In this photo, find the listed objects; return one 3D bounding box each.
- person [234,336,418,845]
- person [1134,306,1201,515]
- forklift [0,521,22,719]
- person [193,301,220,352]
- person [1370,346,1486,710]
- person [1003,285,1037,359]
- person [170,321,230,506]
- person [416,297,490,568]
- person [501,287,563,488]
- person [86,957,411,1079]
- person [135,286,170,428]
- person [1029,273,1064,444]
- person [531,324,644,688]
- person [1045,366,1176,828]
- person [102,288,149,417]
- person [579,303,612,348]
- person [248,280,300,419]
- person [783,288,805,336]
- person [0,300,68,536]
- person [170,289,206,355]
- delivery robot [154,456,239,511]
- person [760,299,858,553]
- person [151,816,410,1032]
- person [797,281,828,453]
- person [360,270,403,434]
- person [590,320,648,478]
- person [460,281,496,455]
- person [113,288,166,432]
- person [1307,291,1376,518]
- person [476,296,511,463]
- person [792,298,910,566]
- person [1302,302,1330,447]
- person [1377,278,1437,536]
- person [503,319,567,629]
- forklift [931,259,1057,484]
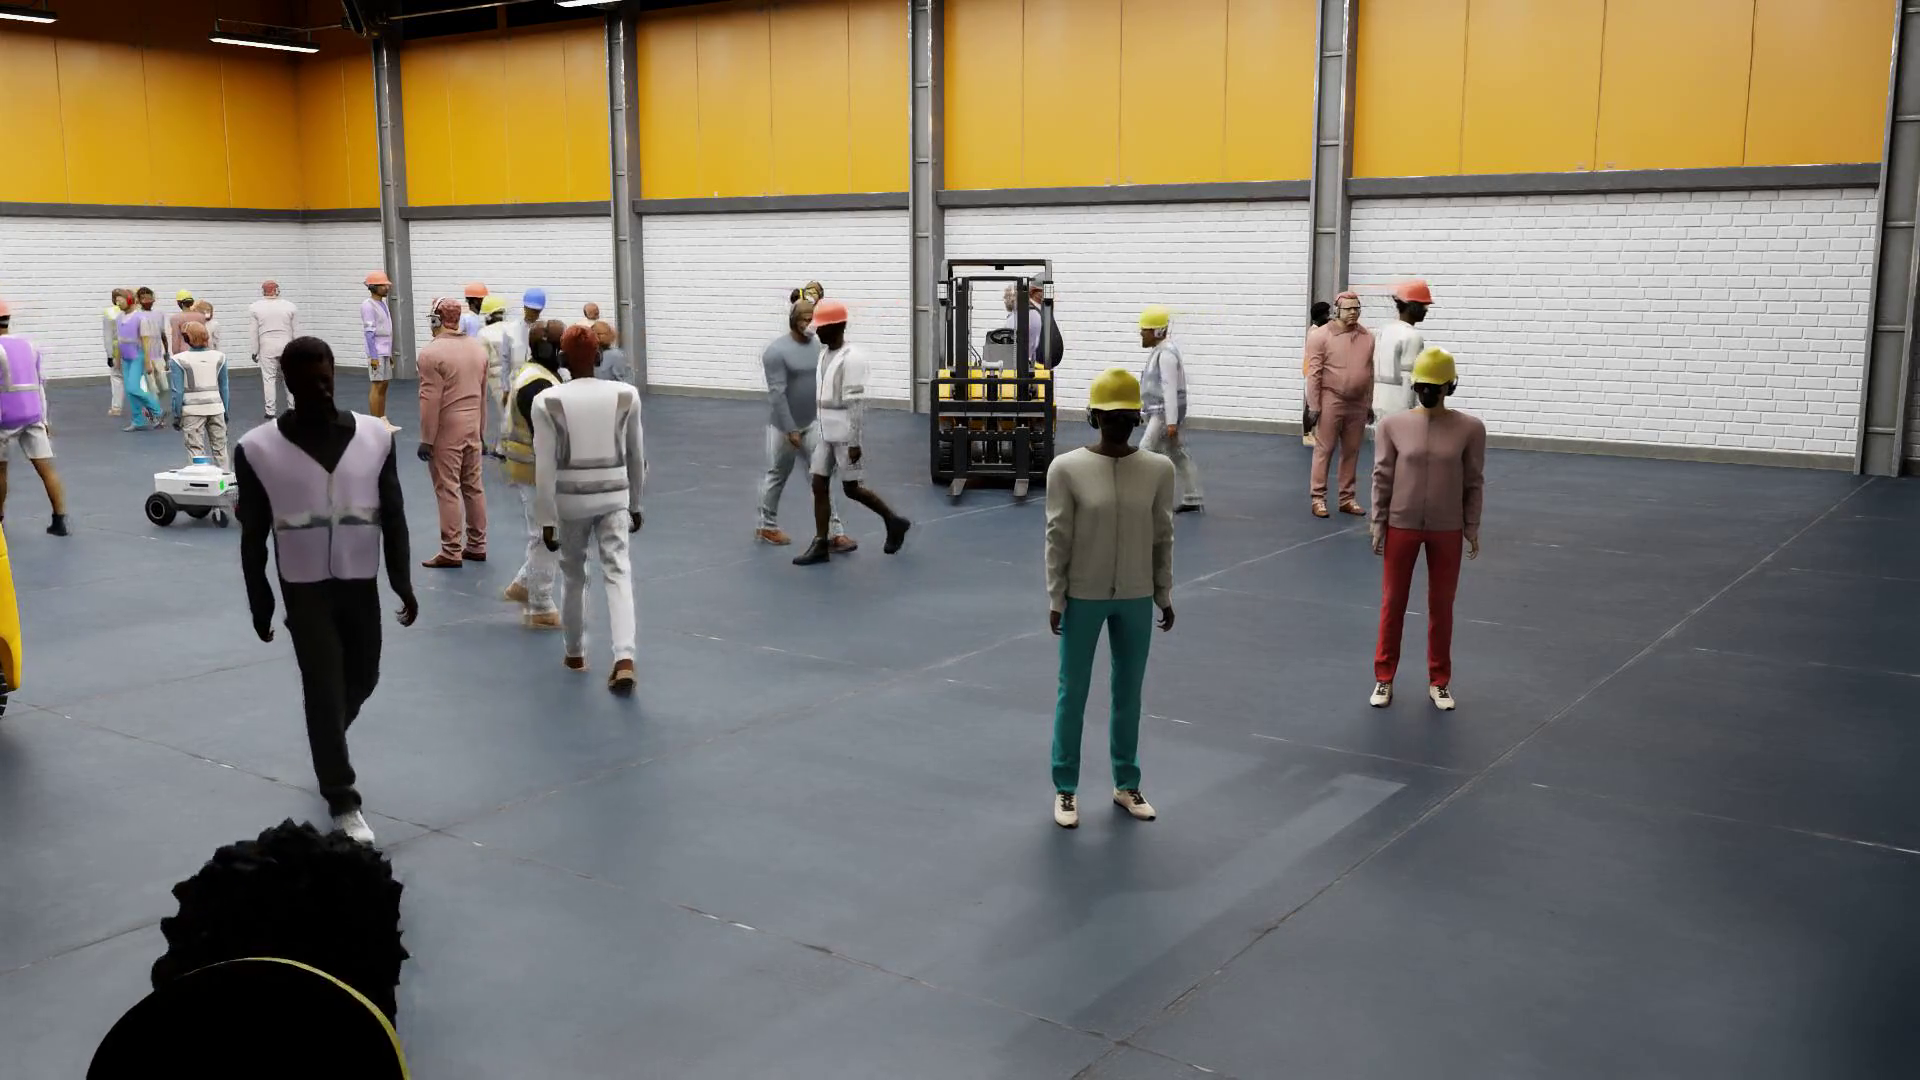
[{"bbox_3d":[-2.443,0.157,6.393,0.594,1.893,0.879,-8,12,-38],"label":"person"},{"bbox_3d":[1.613,-1.058,13.957,0.951,1.770,0.642,0,10,3],"label":"person"},{"bbox_3d":[-5.296,-0.090,6.943,1.214,2.155,2.313,7,12,35],"label":"forklift"},{"bbox_3d":[-10.714,-2.575,23.526,0.515,1.583,0.829,-5,11,-29],"label":"person"},{"bbox_3d":[2.243,-0.050,8.002,0.526,1.760,0.337,2,10,12],"label":"person"},{"bbox_3d":[0.599,-1.898,18.629,0.530,1.888,0.639,2,10,14],"label":"person"},{"bbox_3d":[-6.624,-1.090,14.539,0.307,1.644,0.514,7,12,37],"label":"person"},{"bbox_3d":[-3.610,-0.758,11.779,0.409,1.907,0.651,4,10,22],"label":"person"},{"bbox_3d":[-4.025,-1.408,15.627,0.634,1.913,0.436,1,10,7],"label":"person"},{"bbox_3d":[-0.436,1.110,1.133,0.312,1.744,0.487,6,11,32],"label":"person"},{"bbox_3d":[-10.498,-2.359,21.517,0.523,1.844,0.522,6,12,34],"label":"person"},{"bbox_3d":[0.941,-2.103,19.385,0.536,2.000,0.676,4,10,22],"label":"person"},{"bbox_3d":[-1.879,-0.170,8.504,0.576,1.877,0.774,-4,10,-21],"label":"person"},{"bbox_3d":[0.580,0.218,6.378,0.525,1.769,0.327,-2,10,-13],"label":"person"},{"bbox_3d":[-11.550,-2.598,23.076,0.964,1.799,0.641,8,12,39],"label":"person"},{"bbox_3d":[-4.866,-2.305,21.876,0.532,1.598,0.821,-7,12,-36],"label":"person"},{"bbox_3d":[-9.407,-2.615,22.846,0.643,1.905,0.399,-5,11,-27],"label":"person"},{"bbox_3d":[-1.825,-2.024,19.540,0.877,1.828,0.503,-3,10,-16],"label":"person"},{"bbox_3d":[-7.434,-0.952,13.041,0.827,1.883,0.581,3,10,17],"label":"person"},{"bbox_3d":[-10.731,-2.598,23.152,0.308,1.769,0.525,6,11,30],"label":"person"},{"bbox_3d":[-6.235,-0.447,13.665,0.707,0.478,0.477,3,10,16],"label":"delivery robot"},{"bbox_3d":[-1.193,-0.846,12.396,0.620,1.880,1.015,-8,13,-41],"label":"person"},{"bbox_3d":[-0.507,1.095,1.446,0.675,1.662,0.387,6,11,31],"label":"person"},{"bbox_3d":[-1.623,-1.935,18.694,0.630,1.940,0.372,4,10,23],"label":"person"},{"bbox_3d":[-7.222,-2.334,20.744,0.365,2.048,0.608,0,10,-1],"label":"person"},{"bbox_3d":[-3.301,-1.269,15.704,0.508,1.615,0.687,6,11,33],"label":"person"},{"bbox_3d":[-5.363,-1.904,18.531,0.372,1.932,0.552,-4,10,-22],"label":"person"},{"bbox_3d":[-10.442,-2.268,21.046,0.567,1.818,0.442,7,12,35],"label":"person"},{"bbox_3d":[3.242,-1.141,14.060,0.652,1.906,0.403,-3,10,-20],"label":"person"},{"bbox_3d":[-4.825,-1.642,17.397,0.915,1.779,0.618,7,12,36],"label":"person"},{"bbox_3d":[-0.797,-0.776,11.897,0.832,1.910,0.552,-7,12,-34],"label":"person"},{"bbox_3d":[4.151,-1.928,19.393,0.318,1.691,0.534,2,10,9],"label":"person"},{"bbox_3d":[3.485,-1.013,12.972,0.511,2.026,0.612,-2,10,-13],"label":"person"},{"bbox_3d":[-2.421,-0.375,9.751,0.433,1.832,0.637,-1,10,-5],"label":"person"},{"bbox_3d":[0.370,-1.738,16.759,1.214,2.155,2.313,1,10,3],"label":"forklift"}]
